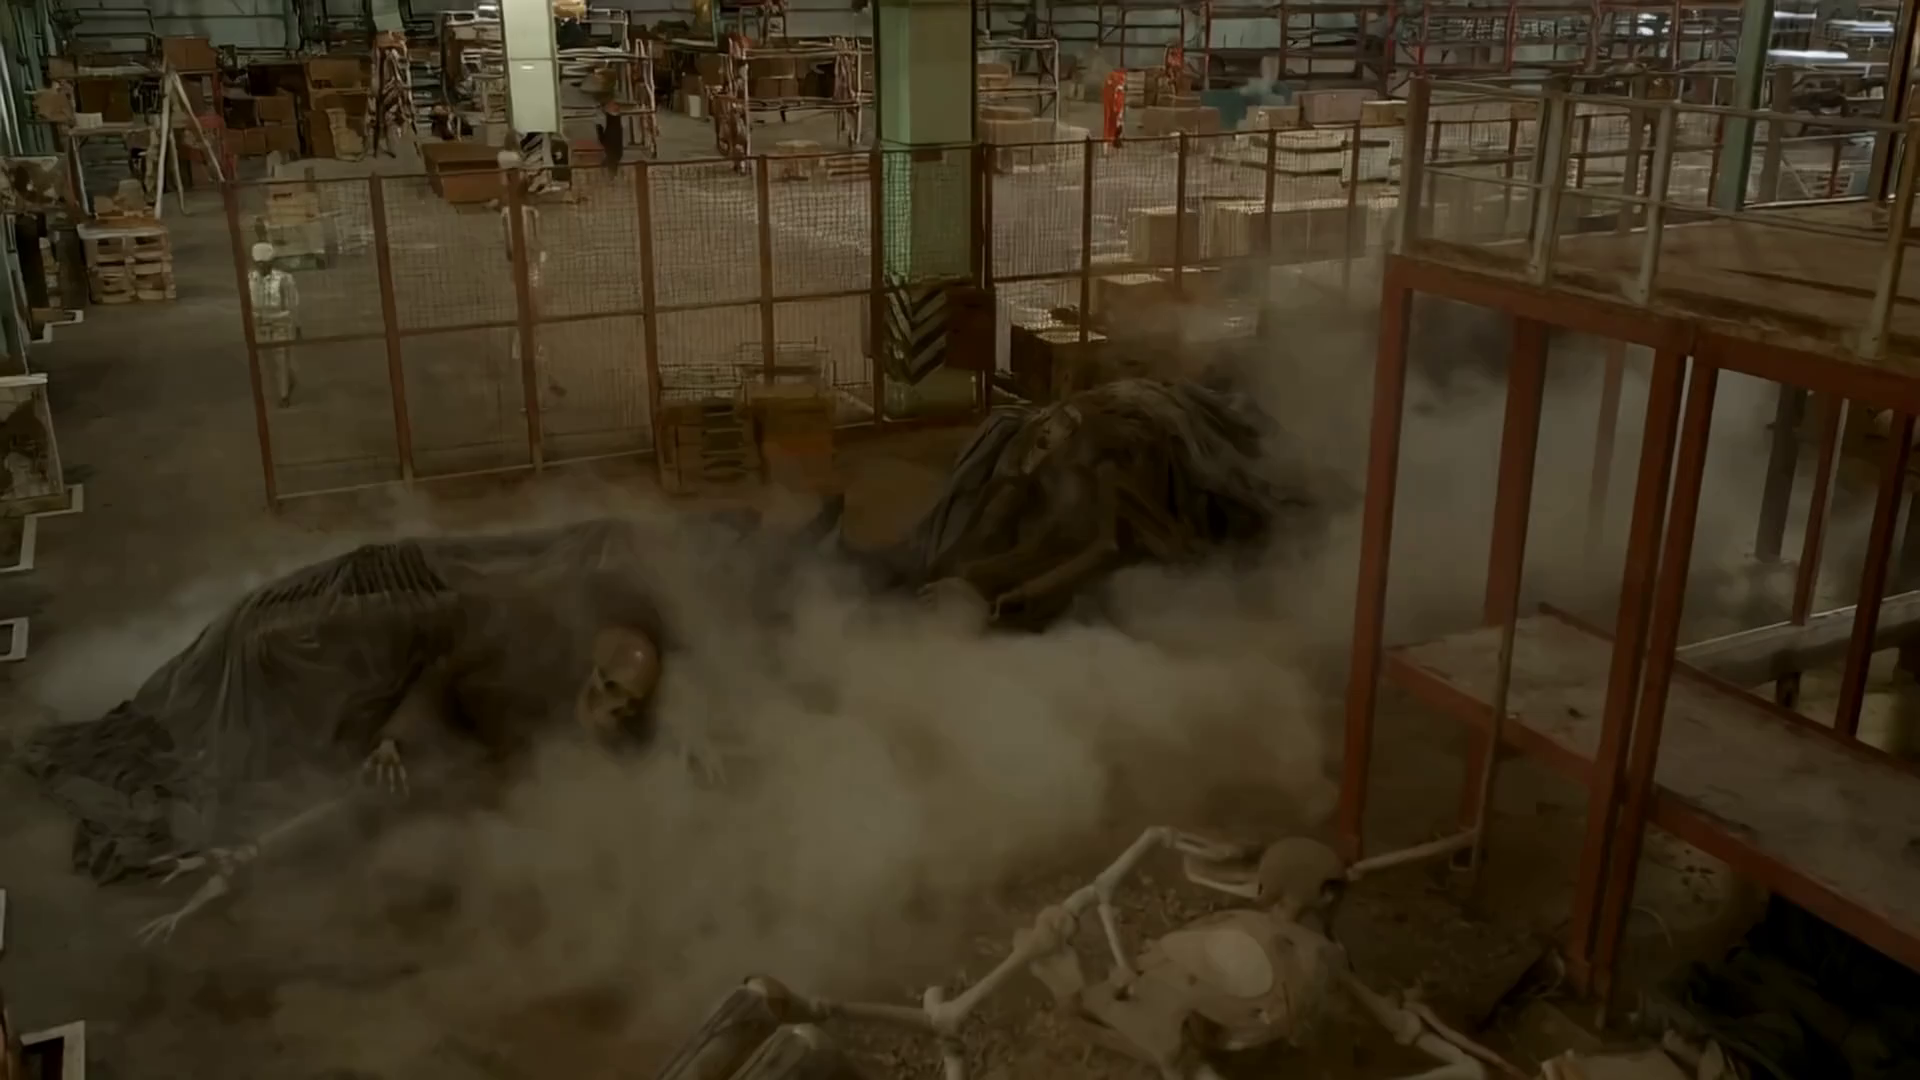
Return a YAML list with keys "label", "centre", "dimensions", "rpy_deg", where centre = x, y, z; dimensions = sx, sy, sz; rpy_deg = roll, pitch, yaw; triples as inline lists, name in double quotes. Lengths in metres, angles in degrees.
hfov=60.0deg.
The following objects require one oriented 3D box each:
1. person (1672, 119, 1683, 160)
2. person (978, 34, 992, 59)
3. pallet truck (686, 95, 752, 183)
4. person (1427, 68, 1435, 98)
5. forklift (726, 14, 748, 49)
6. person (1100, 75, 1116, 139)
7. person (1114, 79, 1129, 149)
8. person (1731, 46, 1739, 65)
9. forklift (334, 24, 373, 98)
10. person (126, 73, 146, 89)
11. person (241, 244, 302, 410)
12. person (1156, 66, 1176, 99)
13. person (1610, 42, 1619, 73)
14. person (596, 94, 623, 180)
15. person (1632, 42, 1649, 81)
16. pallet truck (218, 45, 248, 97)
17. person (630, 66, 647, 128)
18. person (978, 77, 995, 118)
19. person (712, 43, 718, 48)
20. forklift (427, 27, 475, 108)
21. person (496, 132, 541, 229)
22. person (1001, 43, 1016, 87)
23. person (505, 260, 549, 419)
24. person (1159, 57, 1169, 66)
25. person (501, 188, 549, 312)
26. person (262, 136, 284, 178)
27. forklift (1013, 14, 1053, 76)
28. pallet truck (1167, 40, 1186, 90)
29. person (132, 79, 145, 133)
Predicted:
- label: "person"
  centre: [15.864, -8.459, 36.947]
  dimensions: [0.658, 1.723, 0.489]
  rpy_deg: [-3, 19, -7]
- label: "person"
  centre: [1.200, -22.843, 78.364]
  dimensions: [0.694, 1.889, 0.848]
  rpy_deg: [-15, 24, -38]
- label: "pallet truck"
  centre: [-5.836, -9.608, 39.856]
  dimensions: [0.823, 1.965, 1.885]
  rpy_deg: [10, 22, 27]
- label: "person"
  centre: [16.101, -15.372, 57.099]
  dimensions: [0.513, 1.643, 0.311]
  rpy_deg: [-16, 25, -39]
- label: "forklift"
  centre: [-10.469, -23.328, 78.292]
  dimensions: [1.129, 2.768, 1.873]
  rpy_deg: [8, 20, 21]
- label: "person"
  centre: [4.437, -12.941, 49.738]
  dimensions: [0.501, 1.861, 0.334]
  rpy_deg: [14, 24, 36]
- label: "person"
  centre: [4.566, -12.048, 47.023]
  dimensions: [0.378, 1.932, 0.551]
  rpy_deg: [-1, 19, -4]
- label: "person"
  centre: [31.082, -18.768, 66.556]
  dimensions: [0.546, 1.910, 0.813]
  rpy_deg: [-9, 21, -24]
- label: "forklift"
  centre: [-23.704, -18.498, 64.294]
  dimensions: [1.129, 2.768, 1.873]
  rpy_deg: [14, 23, 35]
- label: "person"
  centre: [-27.841, -15.227, 56.285]
  dimensions: [0.605, 1.903, 0.741]
  rpy_deg: [-7, 20, -20]
- label: "person"
  centre: [-8.060, -2.523, 19.472]
  dimensions: [0.639, 1.903, 1.013]
  rpy_deg: [-3, 19, -9]
- label: "person"
  centre: [6.471, -13.903, 52.352]
  dimensions: [0.614, 1.963, 0.362]
  rpy_deg: [0, 19, -1]
- label: "person"
  centre: [30.719, -22.760, 78.266]
  dimensions: [0.758, 1.809, 0.603]
  rpy_deg: [3, 19, 9]
- label: "person"
  centre: [-8.450, -9.750, 40.201]
  dimensions: [0.663, 2.000, 0.691]
  rpy_deg: [17, 25, 40]
- label: "person"
  centre: [28.503, -19.885, 69.666]
  dimensions: [0.631, 1.983, 1.067]
  rpy_deg: [4, 19, 10]
- label: "pallet truck"
  centre: [-28.879, -18.665, 66.111]
  dimensions: [0.823, 1.965, 1.885]
  rpy_deg: [-3, 19, -9]
- label: "person"
  centre: [-10.292, -14.158, 53.189]
  dimensions: [0.636, 1.905, 0.802]
  rpy_deg: [-10, 22, -27]
- label: "person"
  centre: [0.733, -12.762, 49.257]
  dimensions: [0.604, 1.827, 1.013]
  rpy_deg: [17, 25, 40]
- label: "person"
  centre: [-10.242, -19.804, 69.575]
  dimensions: [0.672, 1.884, 1.015]
  rpy_deg: [-6, 20, -16]
- label: "forklift"
  centre: [-18.424, -17.180, 60.473]
  dimensions: [1.873, 2.768, 1.129]
  rpy_deg: [-9, 21, -25]
- label: "person"
  centre: [-8.720, -6.984, 32.429]
  dimensions: [0.978, 1.872, 0.610]
  rpy_deg: [10, 21, 27]
- label: "person"
  centre: [1.994, -19.573, 68.831]
  dimensions: [0.632, 1.940, 0.372]
  rpy_deg: [3, 19, 9]
- label: "person"
  centre: [-4.899, -2.298, 18.936]
  dimensions: [0.627, 1.824, 0.478]
  rpy_deg: [11, 22, 29]
- label: "person"
  centre: [7.731, -17.610, 63.536]
  dimensions: [0.540, 1.679, 0.625]
  rpy_deg: [-13, 23, -33]
- label: "person"
  centre: [-6.425, -4.276, 24.646]
  dimensions: [0.621, 1.838, 0.429]
  rpy_deg: [4, 19, 11]
- label: "person"
  centre: [-13.158, -6.871, 32.149]
  dimensions: [0.447, 1.848, 0.506]
  rpy_deg: [1, 19, 2]
- label: "forklift"
  centre: [3.358, -23.287, 78.174]
  dimensions: [1.873, 2.768, 1.129]
  rpy_deg: [6, 20, 17]
- label: "pallet truck"
  centre: [9.045, -19.971, 69.895]
  dimensions: [0.823, 1.965, 1.885]
  rpy_deg: [-3, 19, -8]
- label: "person"
  centre: [-25.368, -13.401, 51.410]
  dimensions: [0.515, 1.633, 0.312]
  rpy_deg: [5, 20, 14]
